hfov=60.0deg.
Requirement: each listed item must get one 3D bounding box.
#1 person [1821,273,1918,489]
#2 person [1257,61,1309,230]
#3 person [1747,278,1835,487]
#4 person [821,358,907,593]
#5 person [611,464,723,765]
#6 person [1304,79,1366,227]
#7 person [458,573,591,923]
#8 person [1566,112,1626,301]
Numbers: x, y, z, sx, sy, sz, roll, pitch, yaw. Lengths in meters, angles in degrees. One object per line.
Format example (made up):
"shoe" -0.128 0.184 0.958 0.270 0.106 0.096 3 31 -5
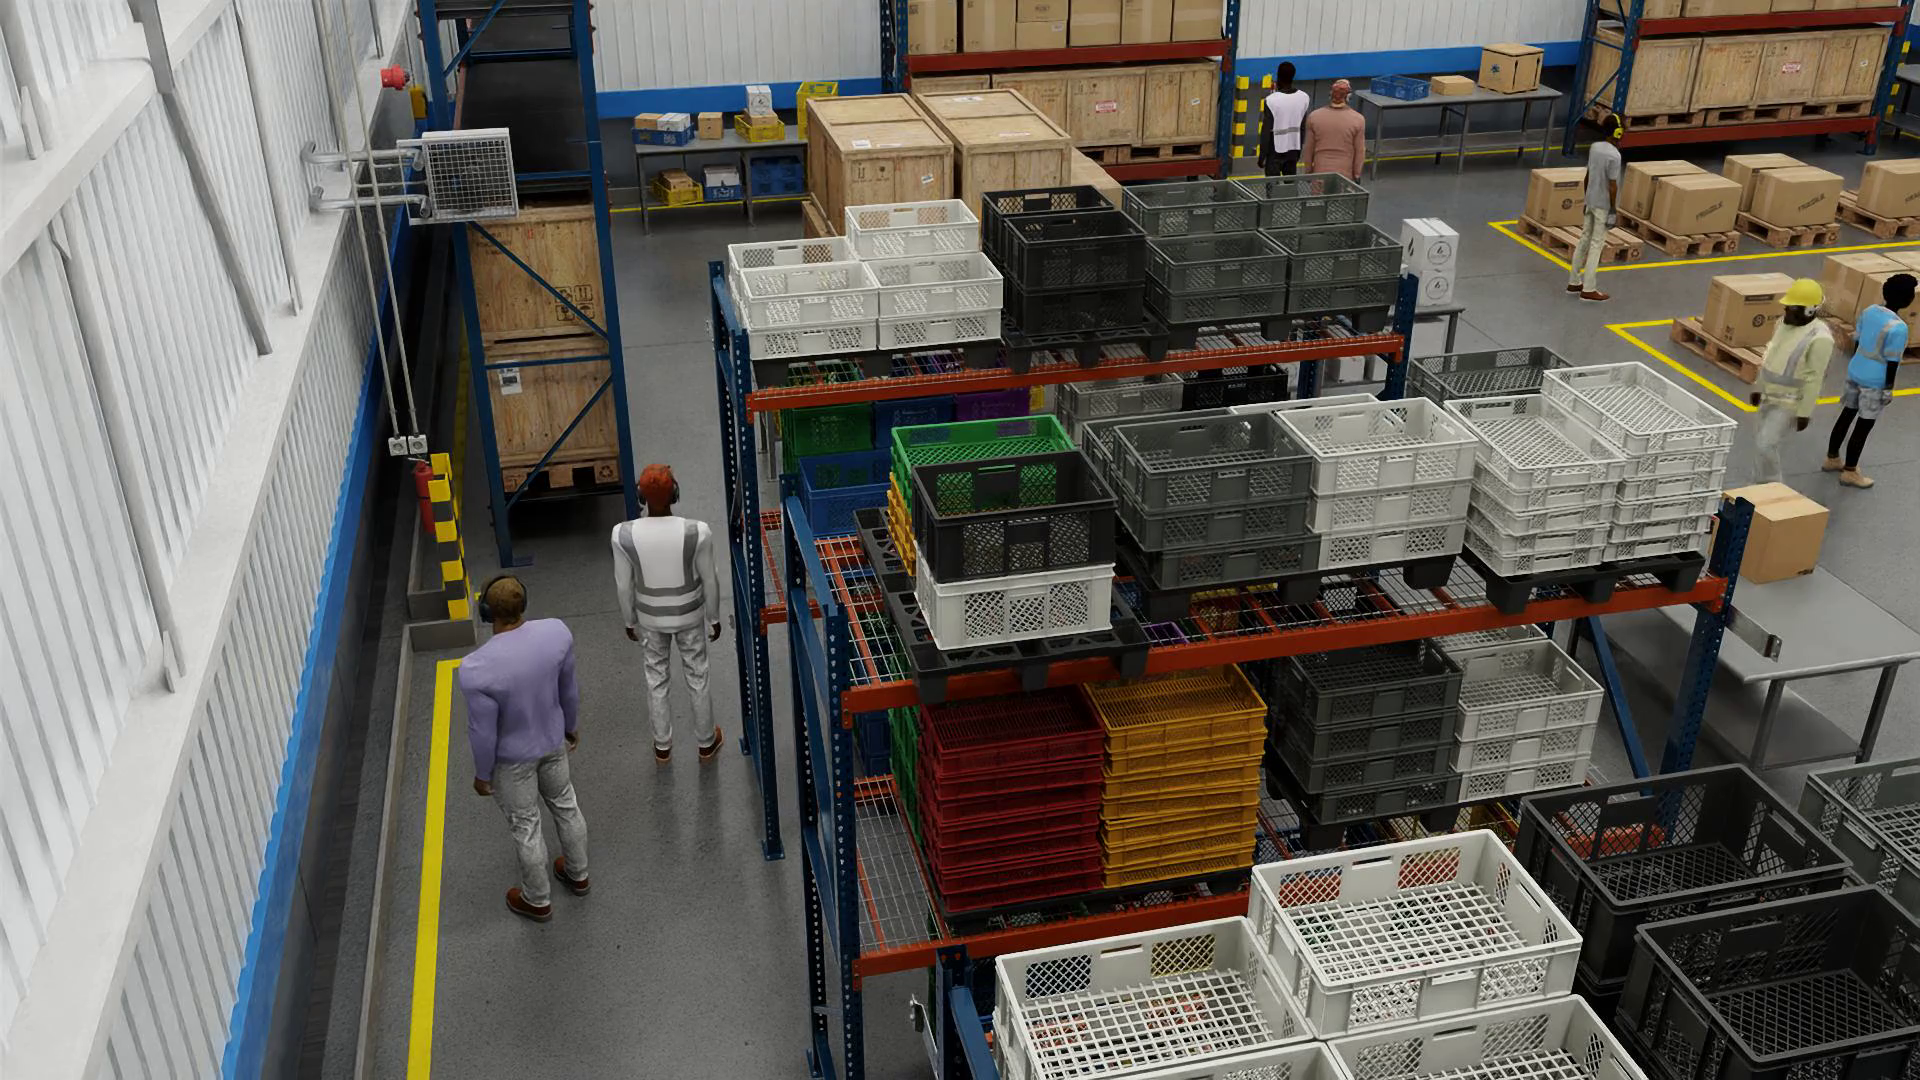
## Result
"person" 7.053 -1.247 12.860 0.318 1.698 0.539 -1 28 -2
"person" 3.589 -4.337 18.507 0.585 1.910 0.389 -15 31 -26
"person" 6.140 -1.083 12.420 0.419 1.813 0.627 -2 28 -5
"person" -0.671 -0.495 11.291 0.621 1.837 0.429 12 30 22
"person" -1.643 0.435 9.474 0.575 1.885 0.355 -2 28 -3
"person" 3.990 -3.948 17.768 0.640 1.909 0.409 11 30 20
"person" -2.154 1.033 8.284 0.349 1.935 0.635 21 35 35
"person" 6.412 -3.333 16.634 0.328 1.877 0.510 -7 29 -13
